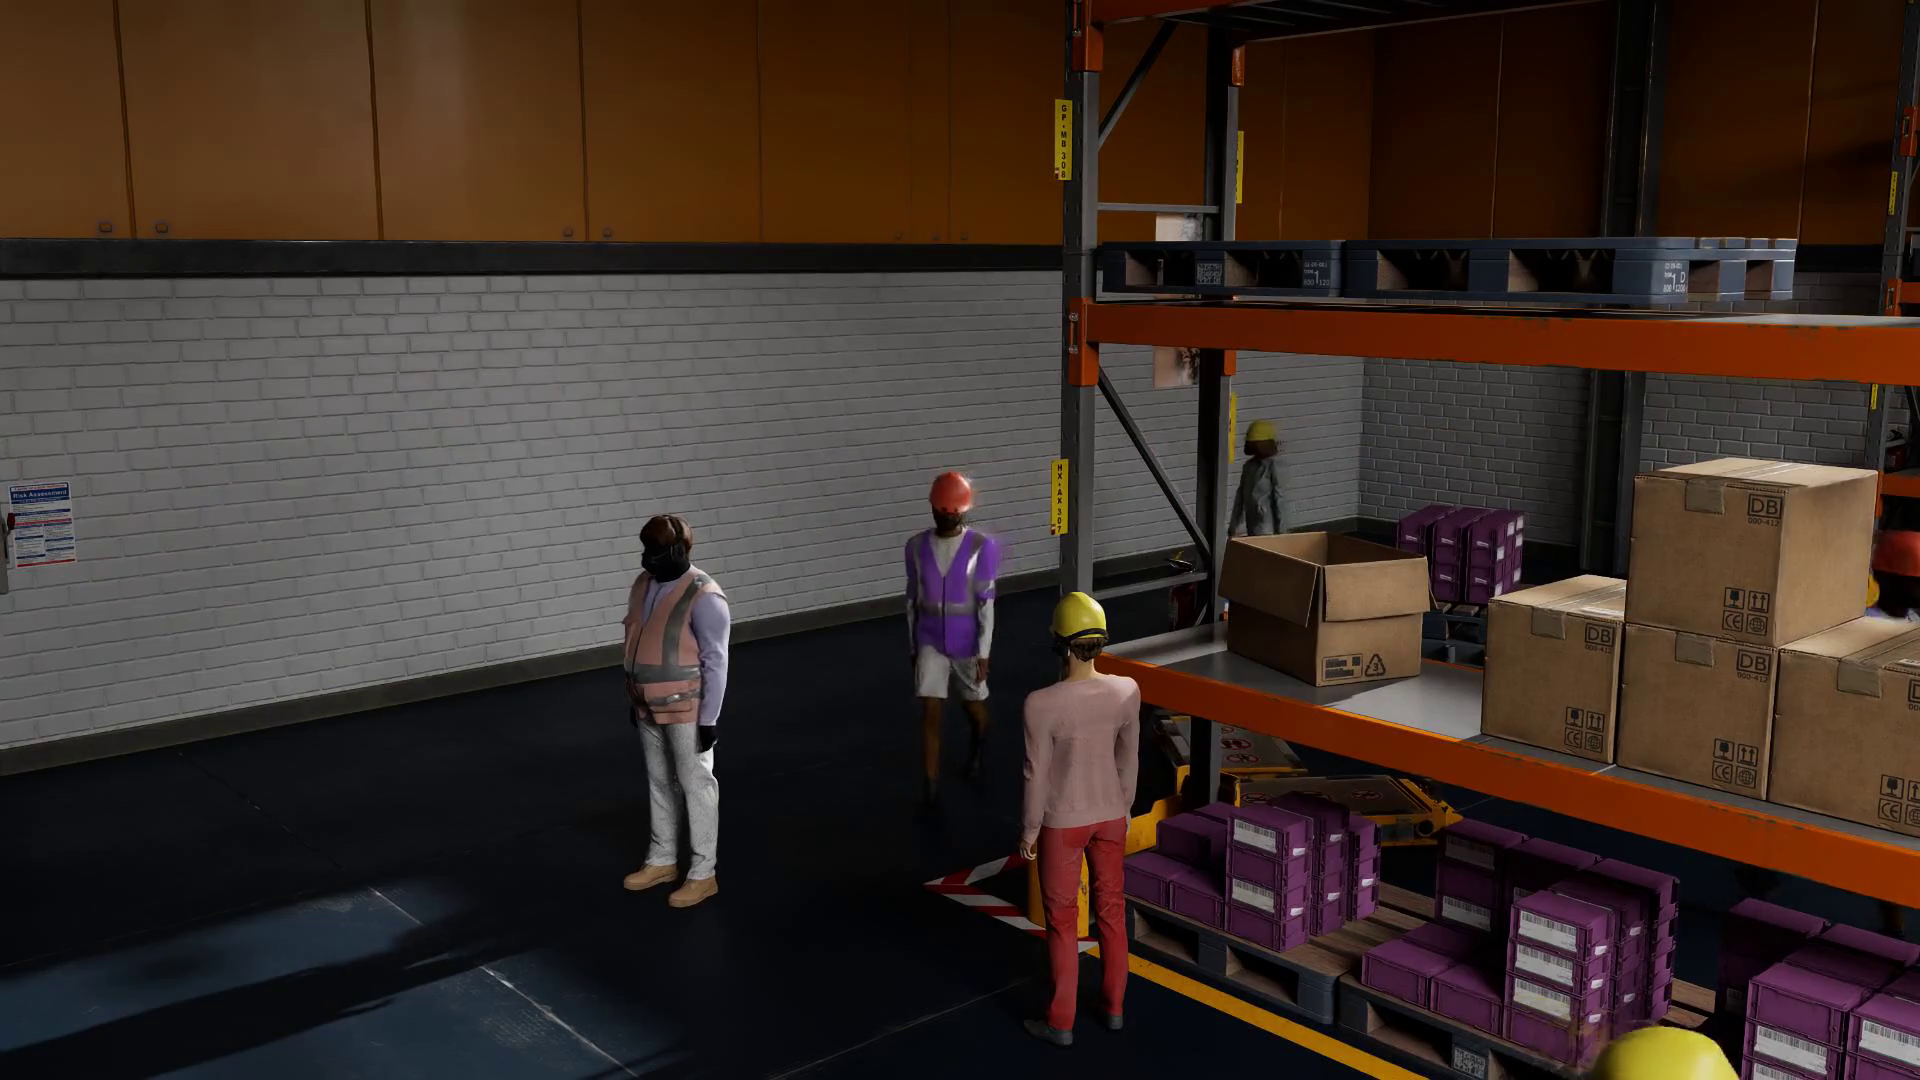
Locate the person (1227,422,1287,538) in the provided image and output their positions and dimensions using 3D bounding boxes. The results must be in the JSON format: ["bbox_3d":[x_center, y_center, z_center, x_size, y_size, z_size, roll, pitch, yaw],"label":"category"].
[{"bbox_3d":[2.420,-0.123,13.603,0.909,1.688,0.494,-4,11,-23],"label":"person"}]

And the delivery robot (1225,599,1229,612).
[{"bbox_3d":[1.949,0.634,12.221,0.477,0.478,0.707,5,11,23],"label":"delivery robot"}]

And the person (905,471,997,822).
[{"bbox_3d":[-0.032,0.531,9.228,0.531,1.900,0.955,2,10,14],"label":"person"}]

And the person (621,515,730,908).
[{"bbox_3d":[-1.356,0.792,7.822,0.619,1.845,0.430,9,13,43],"label":"person"}]

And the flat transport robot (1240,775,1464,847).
[{"bbox_3d":[1.908,1.429,8.688,1.431,0.197,0.652,-1,10,-5],"label":"flat transport robot"}]

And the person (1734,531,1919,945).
[{"bbox_3d":[3.857,0.878,7.177,0.546,1.907,0.902,-9,13,-42],"label":"person"}]

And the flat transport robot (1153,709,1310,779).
[{"bbox_3d":[1.560,1.257,9.693,0.652,0.197,1.431,0,10,-3],"label":"flat transport robot"}]

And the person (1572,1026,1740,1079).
[{"bbox_3d":[1.118,1.662,2.794,0.418,1.819,0.626,8,13,39],"label":"person"}]

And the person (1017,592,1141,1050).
[{"bbox_3d":[0.452,1.073,6.401,0.525,1.769,0.310,-5,11,-29],"label":"person"}]
